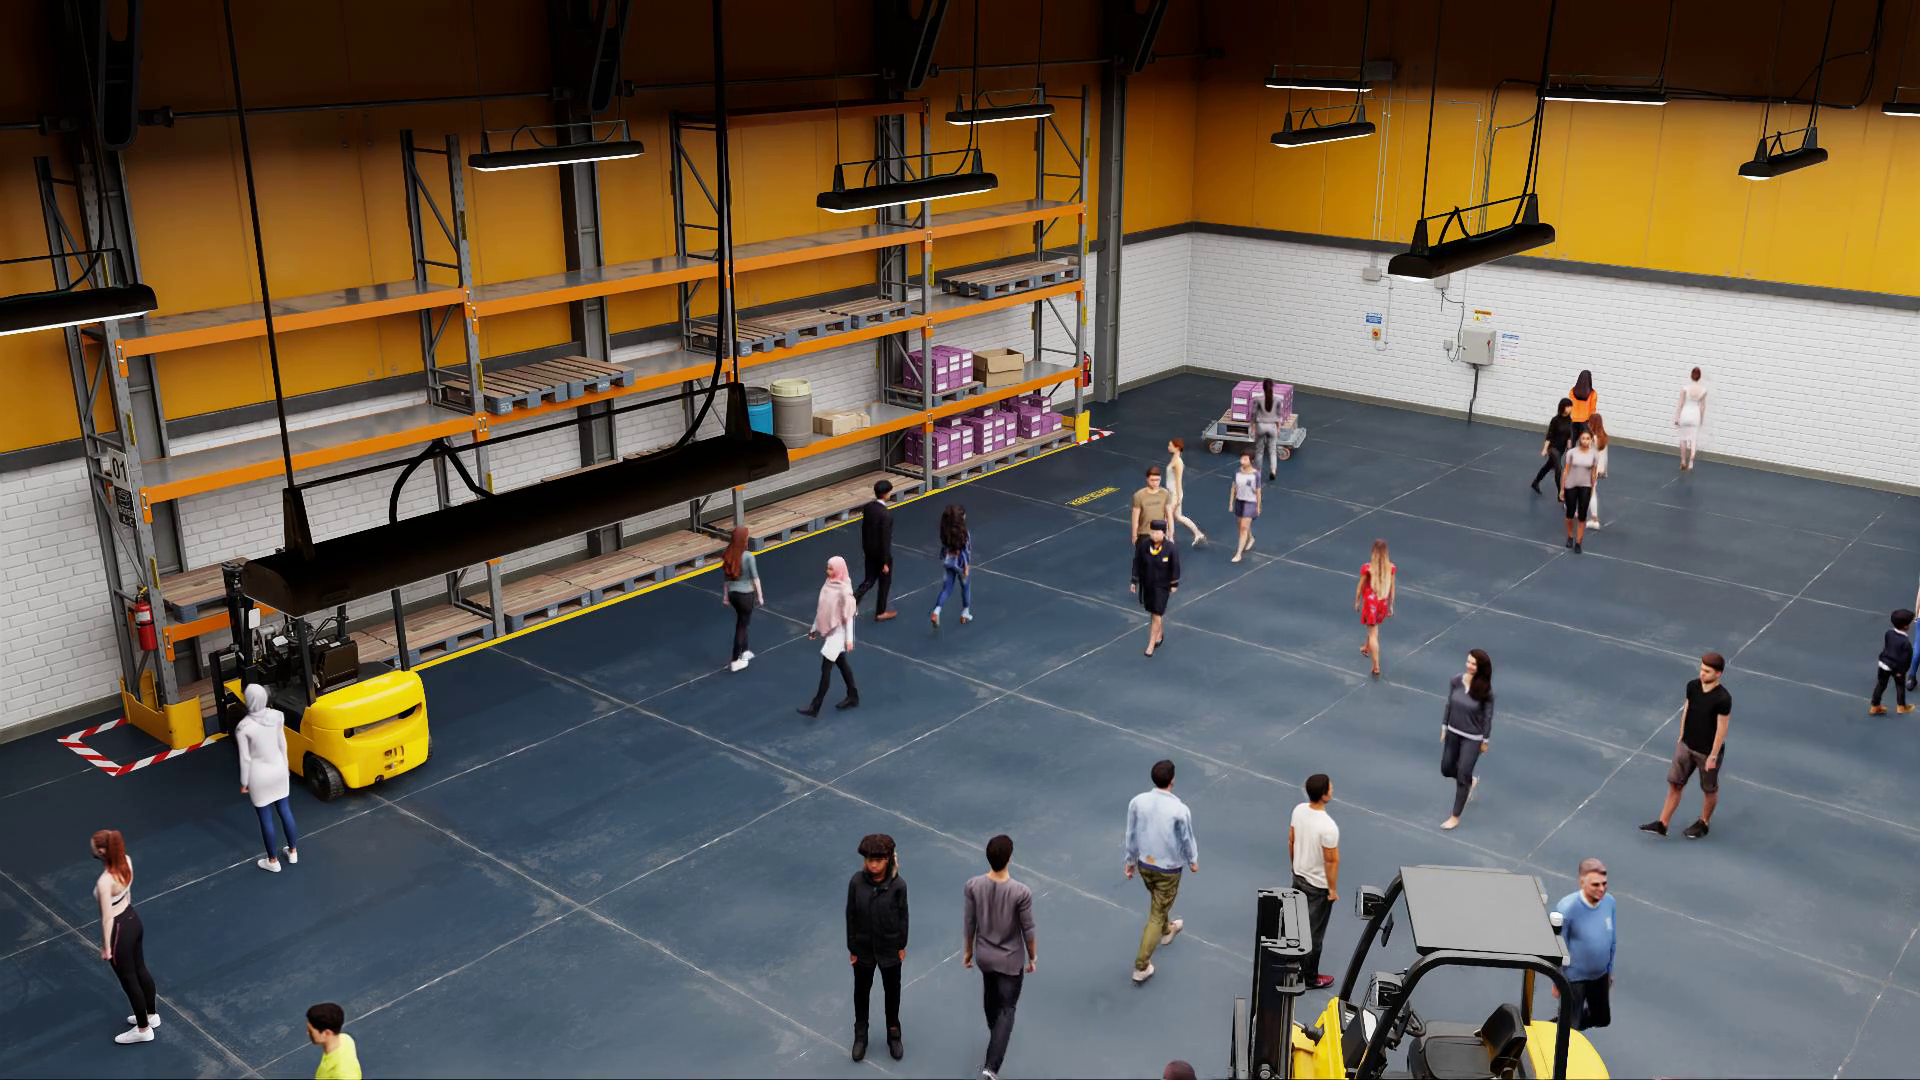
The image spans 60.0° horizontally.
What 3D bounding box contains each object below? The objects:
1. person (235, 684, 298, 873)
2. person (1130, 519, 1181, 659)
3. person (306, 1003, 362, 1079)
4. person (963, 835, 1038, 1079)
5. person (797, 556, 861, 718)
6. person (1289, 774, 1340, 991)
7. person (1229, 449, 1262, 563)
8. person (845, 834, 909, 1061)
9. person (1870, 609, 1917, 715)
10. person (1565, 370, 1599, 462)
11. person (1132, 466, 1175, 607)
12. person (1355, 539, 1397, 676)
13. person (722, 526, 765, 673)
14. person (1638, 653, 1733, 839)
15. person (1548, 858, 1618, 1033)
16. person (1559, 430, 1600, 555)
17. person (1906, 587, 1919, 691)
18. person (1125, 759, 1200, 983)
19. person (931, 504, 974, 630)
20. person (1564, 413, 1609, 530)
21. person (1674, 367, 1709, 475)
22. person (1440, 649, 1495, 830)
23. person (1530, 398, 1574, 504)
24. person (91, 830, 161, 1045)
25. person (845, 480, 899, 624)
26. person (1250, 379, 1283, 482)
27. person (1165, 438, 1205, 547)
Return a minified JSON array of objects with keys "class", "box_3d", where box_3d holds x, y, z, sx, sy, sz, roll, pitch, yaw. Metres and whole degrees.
[{"class":"person","box_3d":[-6.180,2.109,14.842,0.664,1.775,0.455,14,23,36]},{"class":"person","box_3d":[2.357,0.540,19.722,0.831,1.633,1.094,10,21,27]},{"class":"person","box_3d":[-3.843,3.635,10.415,0.631,1.707,0.688,-11,21,-29]},{"class":"person","box_3d":[0.257,3.037,12.009,0.945,1.823,1.211,7,20,20]},{"class":"person","box_3d":[-1.278,1.024,18.062,1.116,1.775,0.889,-10,21,-27]},{"class":"person","box_3d":[2.771,2.670,13.132,0.658,1.803,0.709,-10,21,-28]},{"class":"person","box_3d":[3.984,-0.509,22.999,0.587,1.531,1.002,15,24,37]},{"class":"person","box_3d":[-0.615,2.969,12.277,0.739,1.781,0.793,-1,19,-2]},{"class":"person","box_3d":[10.068,1.336,18.024,0.809,1.209,0.708,-6,20,-18]},{"class":"person","box_3d":[9.982,-1.886,26.747,0.620,1.748,0.547,16,25,40]},{"class":"person","box_3d":[2.427,-0.082,21.250,0.783,1.838,0.859,-4,19,-12]},{"class":"person","box_3d":[4.775,0.799,19.088,1.022,1.547,1.101,-1,19,-2]},{"class":"person","box_3d":[-2.564,0.705,19.087,0.634,1.726,0.705,11,22,30]},{"class":"person","box_3d":[6.924,1.899,15.361,1.120,1.841,0.946,-9,21,-25]},{"class":"person","box_3d":[4.437,3.060,11.971,0.923,1.805,0.956,-6,20,-17]},{"class":"person","box_3d":[8.657,-0.720,23.327,0.794,1.721,0.998,8,20,21]},{"class":"person","box_3d":[10.870,0.911,18.543,0.563,1.683,0.631,-16,24,-39]},{"class":"person","box_3d":[1.552,2.653,13.235,0.703,1.770,1.142,14,23,36]},{"class":"person","box_3d":[-0.096,0.353,20.340,0.693,1.593,1.053,12,22,31]},{"class":"person","box_3d":[9.256,-0.980,24.161,1.018,1.680,0.915,-10,21,-27]},{"class":"person","box_3d":[11.727,-1.888,26.702,0.765,1.781,0.868,4,19,11]},{"class":"person","box_3d":[4.802,1.830,15.701,0.969,1.755,0.691,-17,25,-41]},{"class":"person","box_3d":[9.097,-1.404,25.550,1.128,1.599,0.936,-9,21,-25]},{"class":"person","box_3d":[-6.245,2.941,12.426,0.726,1.741,0.658,-1,19,-2]},{"class":"person","box_3d":[-1.092,0.188,20.427,1.124,1.852,0.898,-13,23,-34]},{"class":"person","box_3d":[4.849,-1.734,26.411,0.739,1.675,0.781,1,19,2]},{"class":"person","box_3d":[3.076,-0.619,23.183,1.019,1.621,1.003,0,19,0]}]
